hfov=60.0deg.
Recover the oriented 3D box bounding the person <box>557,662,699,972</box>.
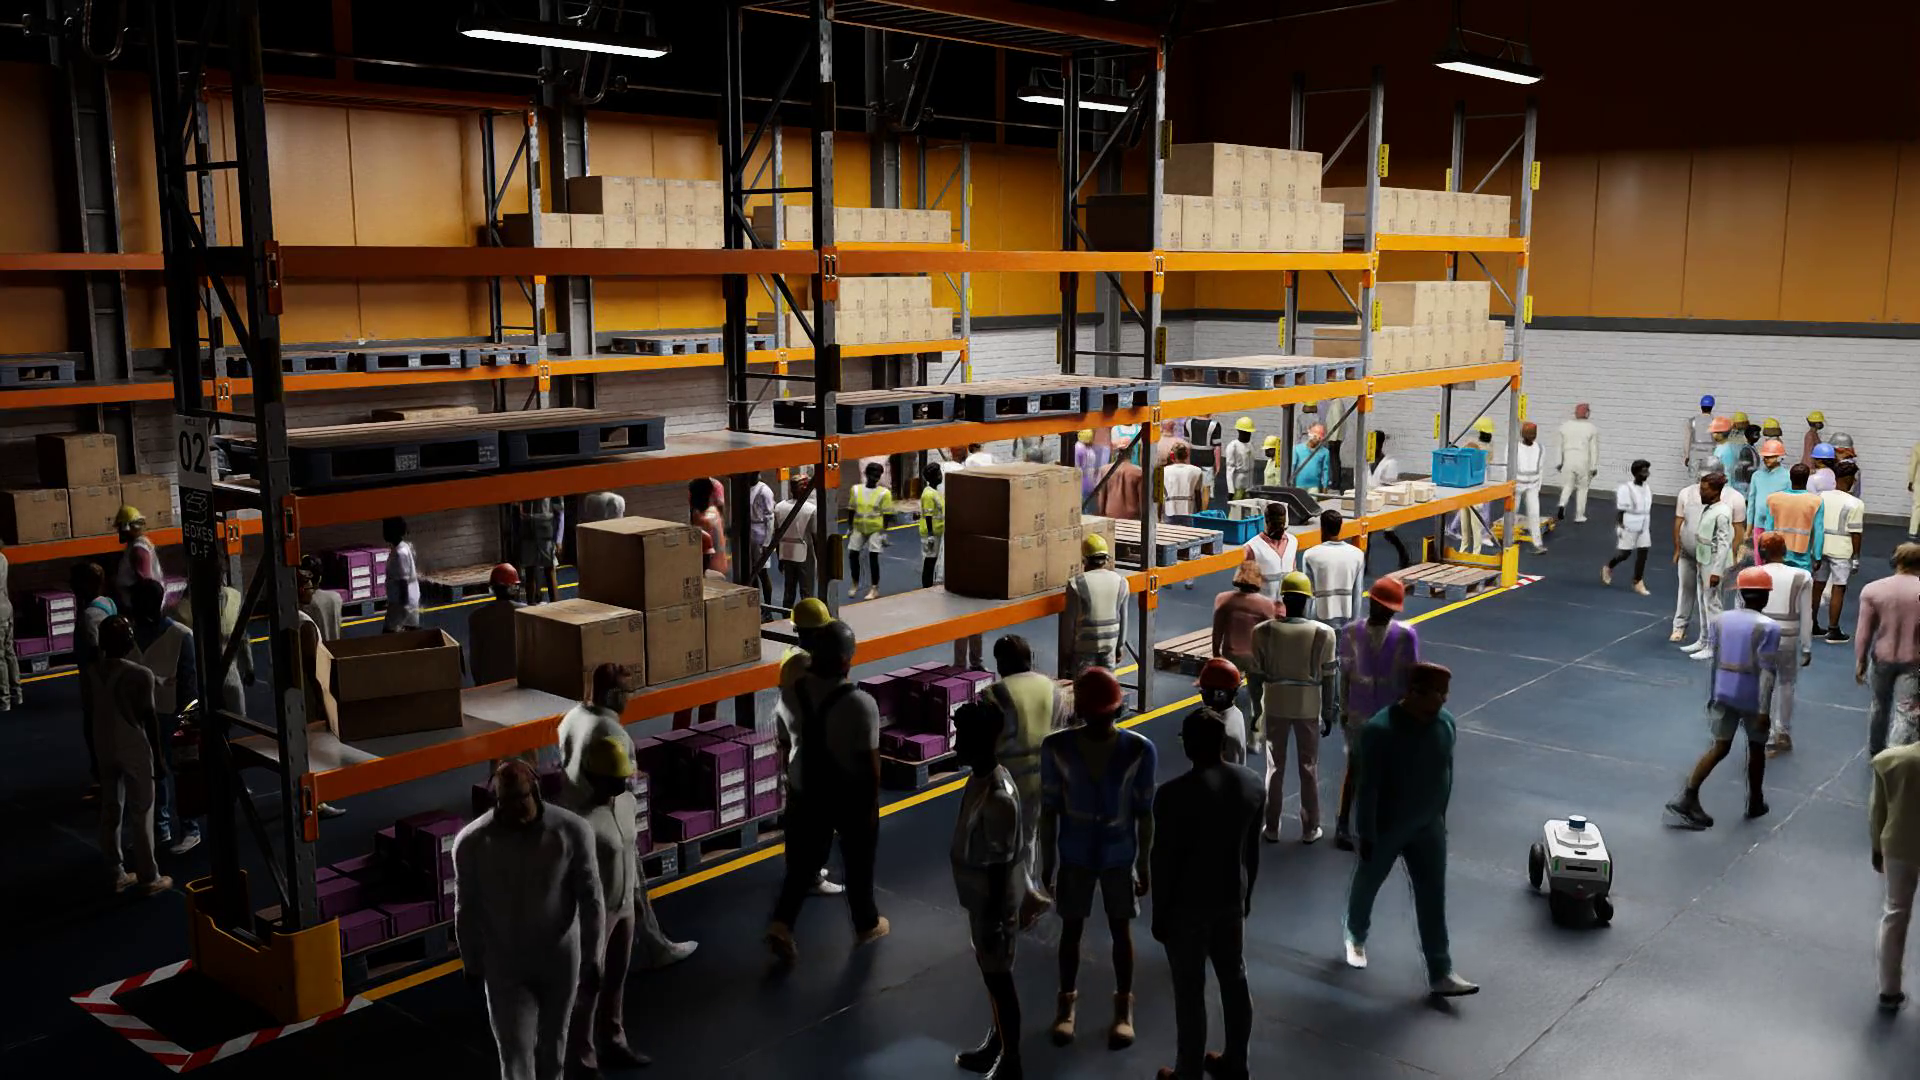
[{"bbox_3d":[-1.954,1.589,9.336,0.962,1.850,0.672,-9,13,-44],"label":"person"}]

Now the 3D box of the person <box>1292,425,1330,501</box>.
[{"bbox_3d":[5.045,-0.810,24.087,0.598,1.710,0.368,1,10,4],"label":"person"}]

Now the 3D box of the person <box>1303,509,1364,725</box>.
[{"bbox_3d":[3.254,0.684,14.612,0.598,1.908,0.410,-3,10,-18],"label":"person"}]

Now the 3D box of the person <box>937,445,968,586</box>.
[{"bbox_3d":[-0.018,-0.319,20.707,0.703,1.857,0.576,-5,11,-27],"label":"person"}]

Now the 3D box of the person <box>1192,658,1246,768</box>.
[{"bbox_3d":[1.523,1.556,9.854,0.326,1.751,0.559,1,10,9],"label":"person"}]

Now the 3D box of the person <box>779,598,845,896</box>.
[{"bbox_3d":[-0.972,1.321,10.730,0.371,1.929,0.585,-4,10,-21],"label":"person"}]

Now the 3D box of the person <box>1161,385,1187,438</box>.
[{"bbox_3d":[3.600,-1.627,27.991,0.611,2.042,0.394,9,13,44],"label":"person"}]

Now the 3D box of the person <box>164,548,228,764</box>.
[{"bbox_3d":[-6.153,0.950,13.410,0.691,1.802,0.515,-4,10,-24],"label":"person"}]

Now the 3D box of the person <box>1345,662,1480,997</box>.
[{"bbox_3d":[2.518,1.599,9.309,0.688,1.840,0.992,-3,10,-18],"label":"person"}]

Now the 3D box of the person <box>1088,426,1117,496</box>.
[{"bbox_3d":[2.501,-1.646,29.077,0.542,1.720,0.918,4,10,23],"label":"person"}]

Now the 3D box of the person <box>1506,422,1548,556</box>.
[{"bbox_3d":[7.860,-0.706,23.086,0.576,1.834,0.965,-1,10,-4],"label":"person"}]

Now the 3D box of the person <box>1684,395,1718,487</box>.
[{"bbox_3d":[11.876,-1.338,26.548,0.603,1.949,0.384,6,11,31],"label":"person"}]

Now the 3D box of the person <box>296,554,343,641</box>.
[{"bbox_3d":[-4.904,1.026,12.713,0.334,1.860,0.510,4,10,23],"label":"person"}]

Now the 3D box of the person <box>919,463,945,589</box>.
[{"bbox_3d":[-0.320,-0.077,19.771,0.317,1.696,0.537,1,10,8],"label":"person"}]

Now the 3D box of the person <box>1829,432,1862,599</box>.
[{"bbox_3d":[10.527,-0.290,20.018,0.536,2.000,0.708,6,11,33],"label":"person"}]

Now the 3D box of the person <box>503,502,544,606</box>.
[{"bbox_3d":[-5.143,-0.118,19.411,0.545,1.899,0.693,-3,10,-17],"label":"person"}]

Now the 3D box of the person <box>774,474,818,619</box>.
[{"bbox_3d":[-1.702,0.226,17.519,0.570,1.843,0.372,6,11,31],"label":"person"}]

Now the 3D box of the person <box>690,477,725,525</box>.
[{"bbox_3d":[-3.141,-0.213,20.571,0.538,1.698,0.320,7,12,36],"label":"person"}]

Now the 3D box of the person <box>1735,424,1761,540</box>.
[{"bbox_3d":[11.547,-0.857,24.416,0.322,1.699,0.536,6,11,32],"label":"person"}]

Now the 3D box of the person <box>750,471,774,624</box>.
[{"bbox_3d":[-2.326,-0.013,18.677,0.373,1.933,0.551,-8,13,-40],"label":"person"}]

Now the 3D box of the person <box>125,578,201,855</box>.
[{"bbox_3d":[-5.510,1.202,11.473,0.598,1.917,0.378,3,10,15],"label":"person"}]

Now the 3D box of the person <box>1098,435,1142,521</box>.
[{"bbox_3d":[1.989,-0.290,20.227,0.634,1.969,0.676,2,10,14],"label":"person"}]

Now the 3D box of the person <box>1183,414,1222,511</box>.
[{"bbox_3d":[3.704,-1.188,25.421,0.609,2.032,0.410,5,11,28],"label":"person"}]

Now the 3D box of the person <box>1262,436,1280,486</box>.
[{"bbox_3d":[4.177,-0.517,22.232,0.340,1.760,0.530,-1,10,-5],"label":"person"}]

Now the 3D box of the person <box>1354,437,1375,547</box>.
[{"bbox_3d":[5.744,-0.690,23.609,0.310,1.636,0.523,7,12,36],"label":"person"}]

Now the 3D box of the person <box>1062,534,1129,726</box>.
[{"bbox_3d":[1.104,0.858,13.819,0.584,1.823,0.403,-4,10,-25],"label":"person"}]

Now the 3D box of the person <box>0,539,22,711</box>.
[{"bbox_3d":[-8.796,0.689,15.105,0.324,1.730,0.490,-2,10,-10],"label":"person"}]

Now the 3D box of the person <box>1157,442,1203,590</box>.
[{"bbox_3d":[2.717,-0.289,20.630,0.560,1.836,0.393,0,10,2],"label":"person"}]

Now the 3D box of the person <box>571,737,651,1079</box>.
[{"bbox_3d":[-1.728,1.826,8.203,0.325,1.767,0.533,4,10,24],"label":"person"}]

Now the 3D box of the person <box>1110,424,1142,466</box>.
[{"bbox_3d":[2.589,-1.161,25.795,0.515,1.845,0.333,-1,10,-8],"label":"person"}]

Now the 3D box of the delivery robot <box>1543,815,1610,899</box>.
[{"bbox_3d":[3.901,1.992,10.541,0.477,0.478,0.707,2,10,14],"label":"delivery robot"}]

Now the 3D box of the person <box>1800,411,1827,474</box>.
[{"bbox_3d":[13.181,-1.114,25.755,0.318,1.769,0.522,6,11,31],"label":"person"}]

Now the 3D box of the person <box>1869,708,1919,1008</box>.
[{"bbox_3d":[5.310,1.699,9.152,0.584,1.728,0.621,9,13,42],"label":"person"}]

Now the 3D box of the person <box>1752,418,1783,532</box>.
[{"bbox_3d":[12.138,-0.967,24.968,0.320,1.737,0.485,9,13,43],"label":"person"}]

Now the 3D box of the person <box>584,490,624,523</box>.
[{"bbox_3d":[-3.852,0.101,18.032,0.559,1.921,0.529,7,12,34],"label":"person"}]

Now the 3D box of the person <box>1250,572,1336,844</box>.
[{"bbox_3d":[2.322,1.175,11.643,0.589,1.915,0.396,2,10,14],"label":"person"}]

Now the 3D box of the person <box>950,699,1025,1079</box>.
[{"bbox_3d":[0.133,1.735,8.171,0.368,1.959,0.599,-1,10,-7],"label":"person"}]

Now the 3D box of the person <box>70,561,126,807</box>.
[{"bbox_3d":[-6.471,1.069,12.487,0.342,1.846,0.508,-2,10,-13],"label":"person"}]

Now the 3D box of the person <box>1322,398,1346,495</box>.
[{"bbox_3d":[6.522,-1.779,29.039,0.392,1.992,0.623,3,10,16],"label":"person"}]

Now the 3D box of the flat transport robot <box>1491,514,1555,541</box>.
[{"bbox_3d":[8.354,-0.198,24.741,0.652,0.197,1.431,6,11,32],"label":"flat transport robot"}]
